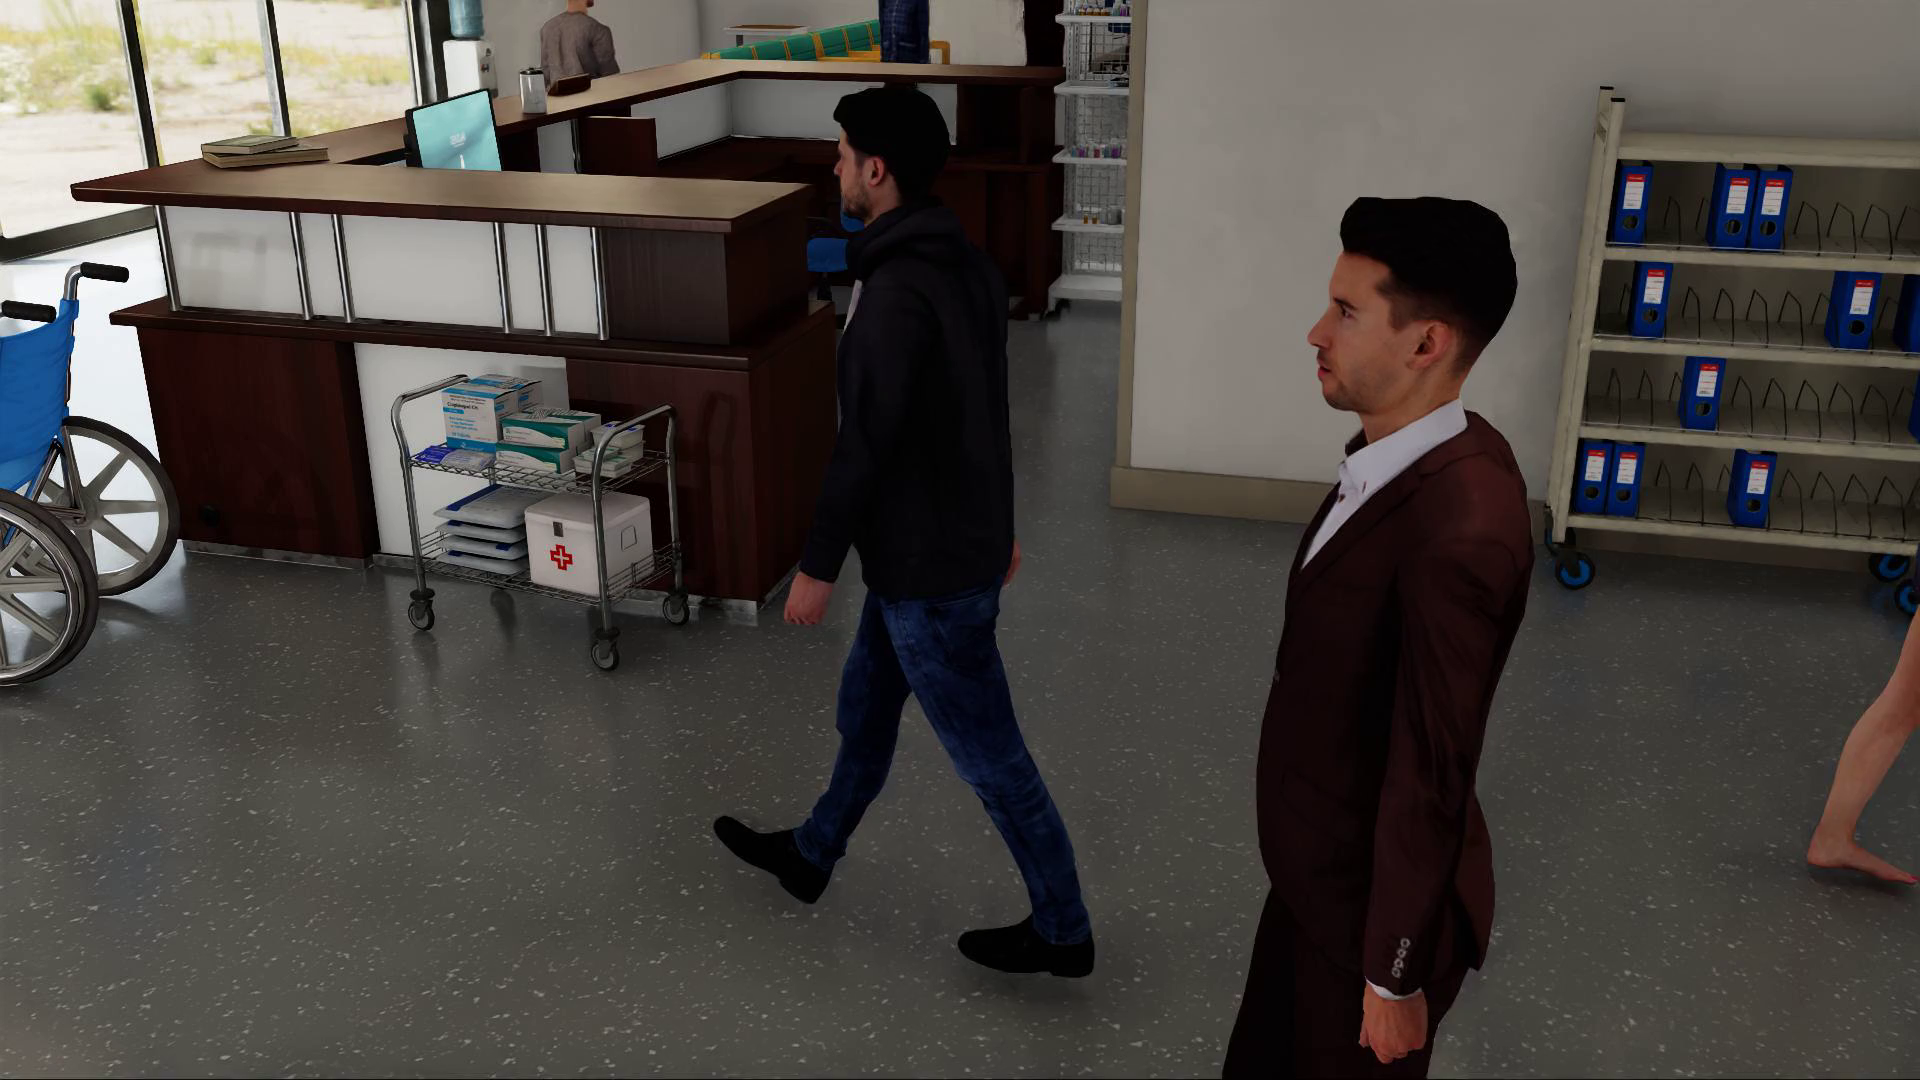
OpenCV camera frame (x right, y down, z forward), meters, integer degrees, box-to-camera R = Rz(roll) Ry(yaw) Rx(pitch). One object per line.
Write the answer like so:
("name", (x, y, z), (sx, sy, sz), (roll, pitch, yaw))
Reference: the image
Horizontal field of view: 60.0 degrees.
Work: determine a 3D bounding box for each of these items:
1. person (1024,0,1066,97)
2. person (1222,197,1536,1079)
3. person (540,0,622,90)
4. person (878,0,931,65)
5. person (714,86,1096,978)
("person", (0.961, -6.046, 19.686), (0.953, 1.724, 0.797), (8, 22, 20))
("person", (0.647, 0.474, 2.301), (1.053, 1.844, 0.743), (4, 21, 10))
("person", (-2.335, -2.443, 9.998), (1.285, 1.847, 1.054), (13, 25, 31))
("person", (-0.449, -4.181, 14.702), (1.137, 1.767, 0.862), (9, 23, 23))
("person", (0.036, 0.089, 3.337), (1.124, 1.831, 0.675), (5, 21, 14))
